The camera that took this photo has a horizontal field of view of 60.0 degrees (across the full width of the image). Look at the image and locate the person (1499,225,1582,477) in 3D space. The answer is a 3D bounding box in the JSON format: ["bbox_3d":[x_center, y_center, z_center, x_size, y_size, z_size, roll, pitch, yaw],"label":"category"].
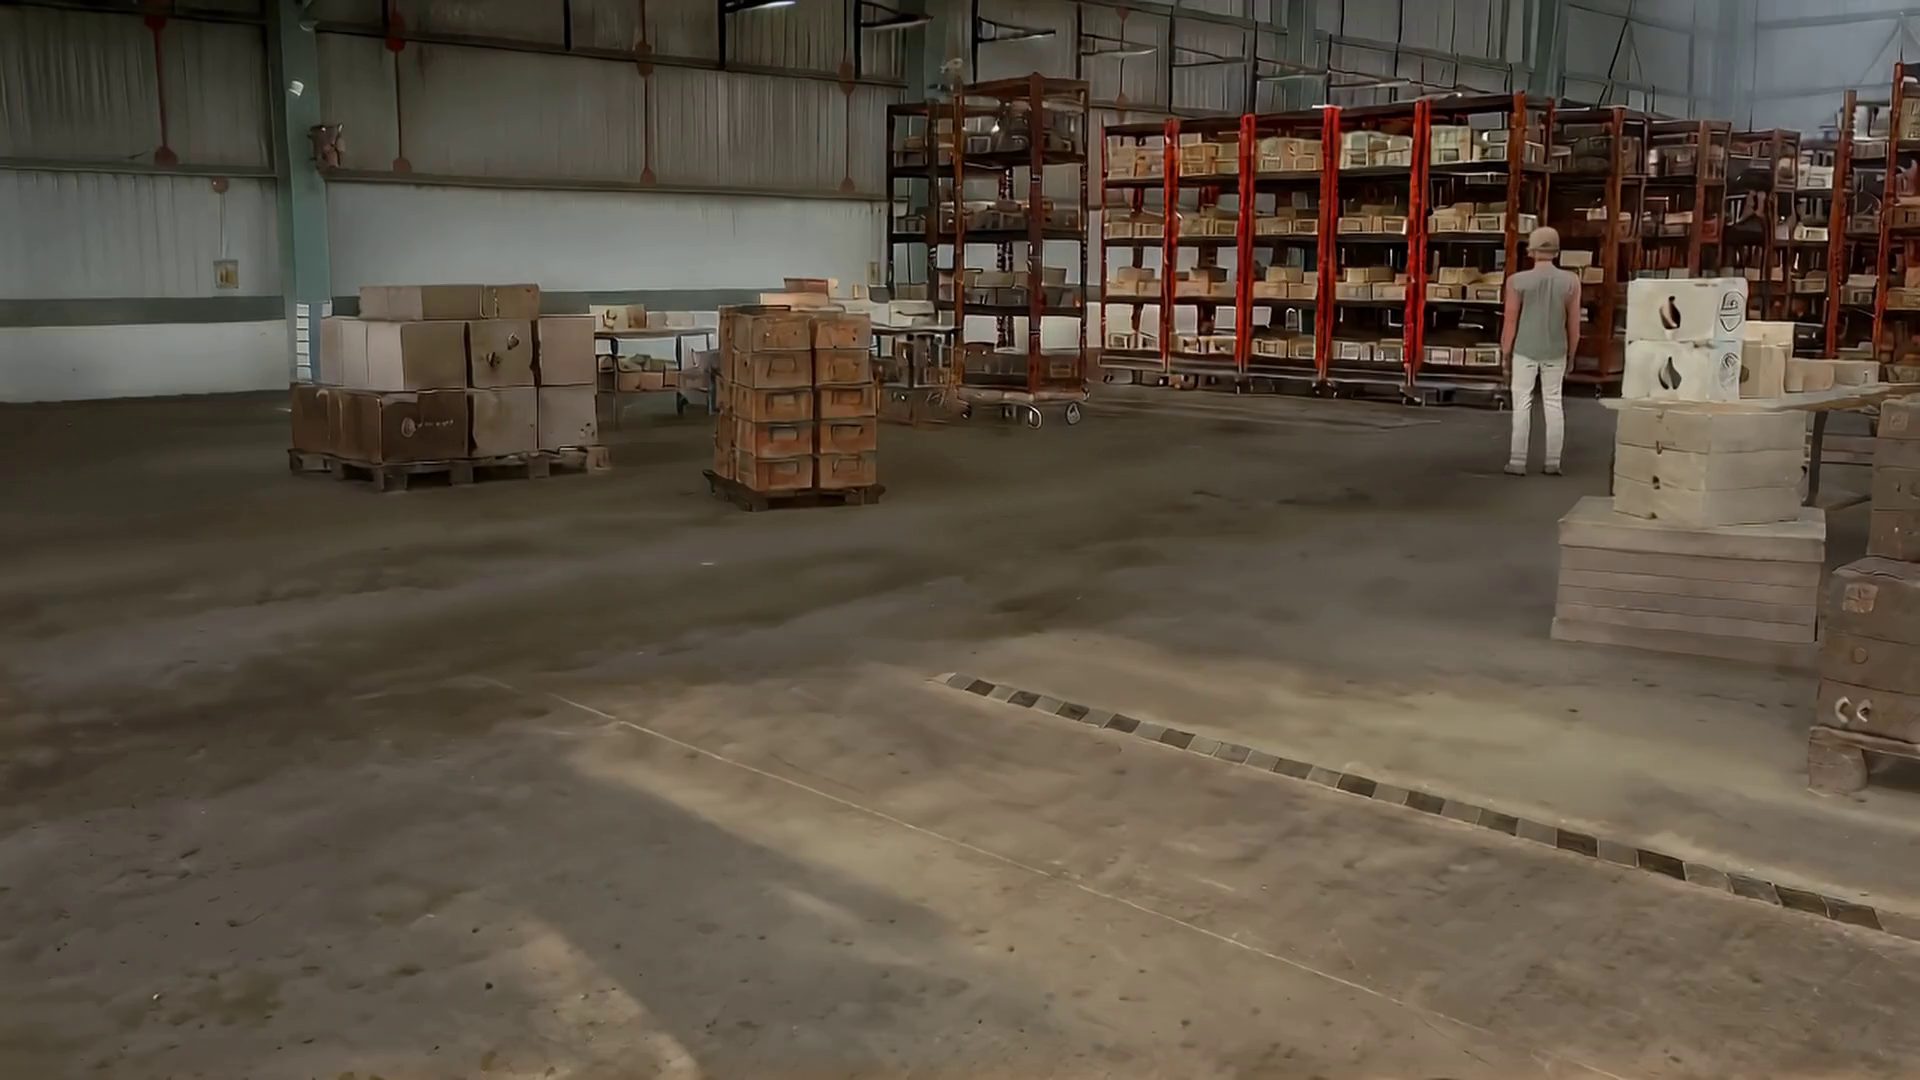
[{"bbox_3d":[4.597,-1.487,13.204,0.616,1.997,0.373,0,9,1],"label":"person"}]
